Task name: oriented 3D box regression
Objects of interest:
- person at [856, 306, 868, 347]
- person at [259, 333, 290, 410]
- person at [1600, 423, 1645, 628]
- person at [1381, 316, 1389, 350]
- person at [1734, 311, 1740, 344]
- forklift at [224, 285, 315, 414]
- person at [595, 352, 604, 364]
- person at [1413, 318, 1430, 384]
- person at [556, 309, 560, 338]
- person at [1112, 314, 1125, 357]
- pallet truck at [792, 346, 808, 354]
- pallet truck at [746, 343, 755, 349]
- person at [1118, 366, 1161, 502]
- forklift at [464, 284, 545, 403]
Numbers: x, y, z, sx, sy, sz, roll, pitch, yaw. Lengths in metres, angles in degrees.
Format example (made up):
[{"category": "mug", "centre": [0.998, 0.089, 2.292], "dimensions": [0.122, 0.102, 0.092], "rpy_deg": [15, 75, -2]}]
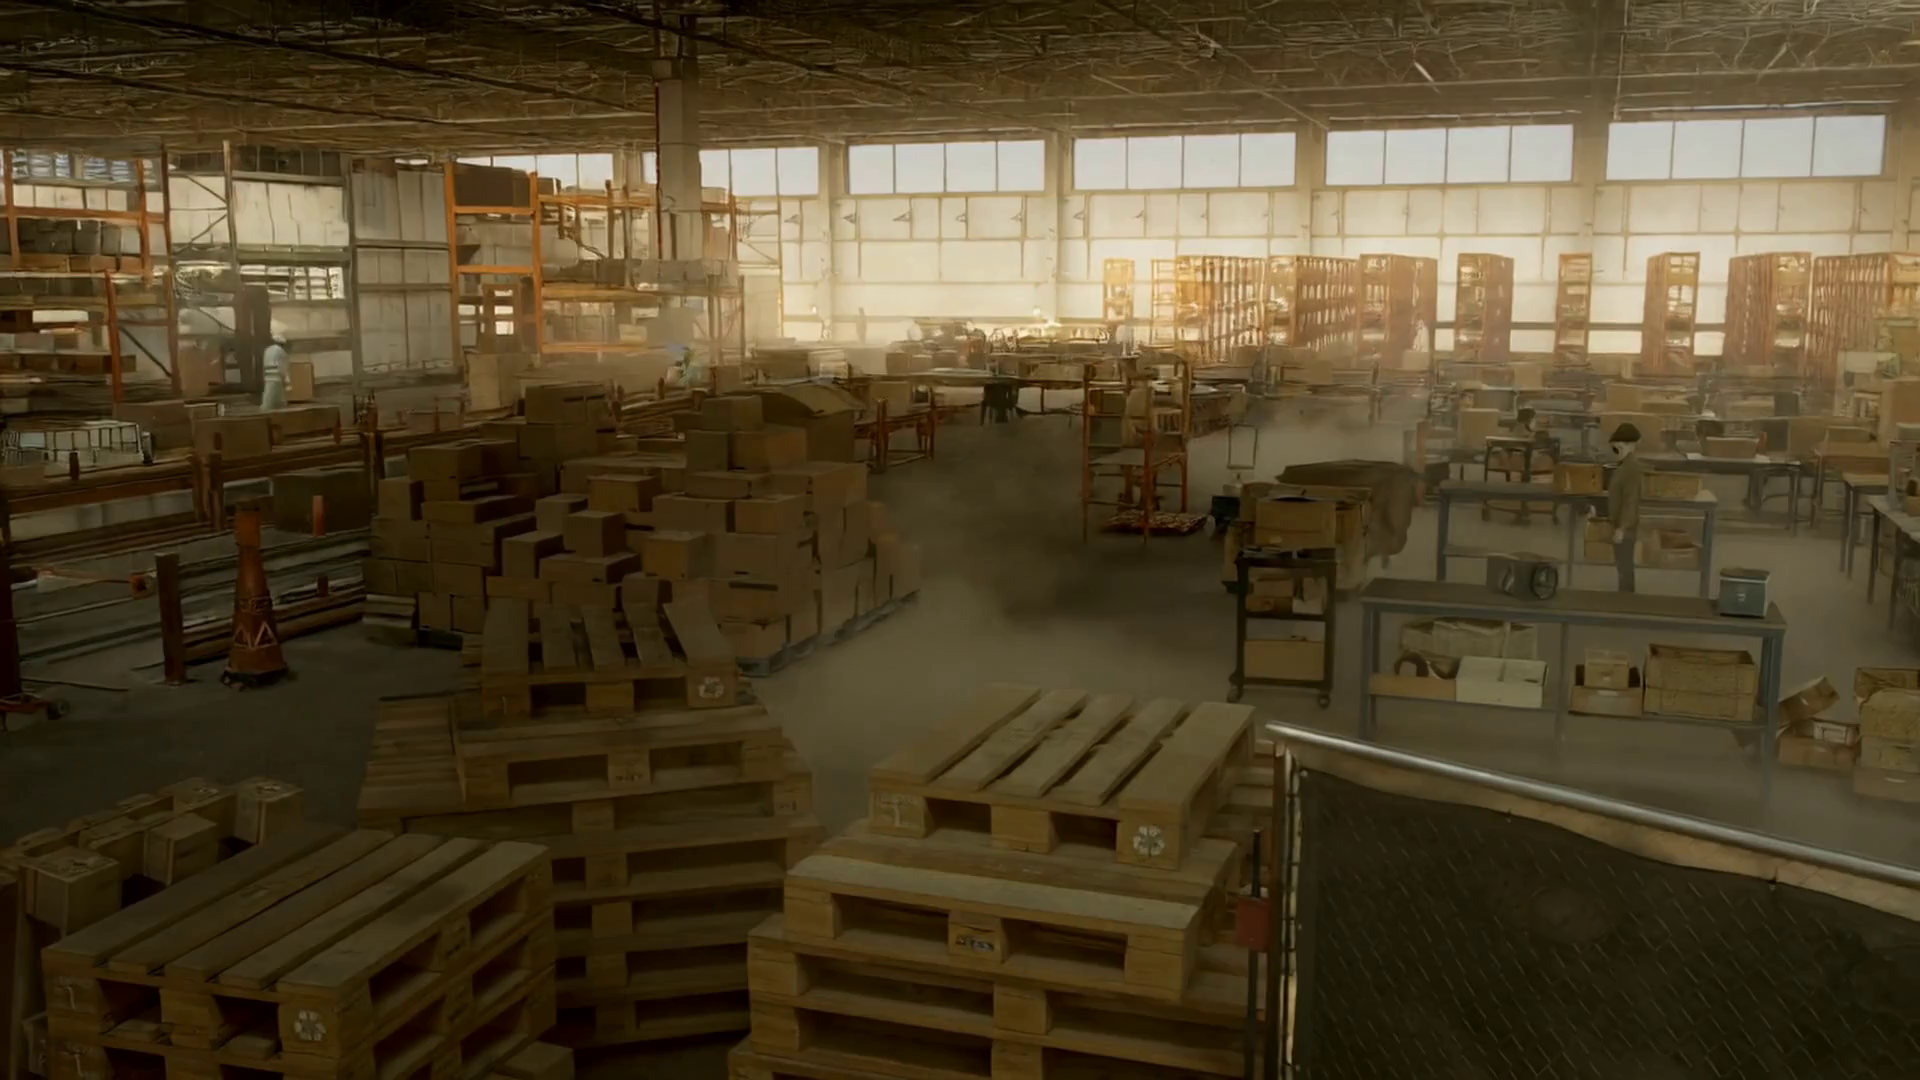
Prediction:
[{"category": "person", "centre": [-3.576, -7.505, 60.247], "dimensions": [0.408, 1.913, 0.644], "rpy_deg": [3, 10, 20]}, {"category": "person", "centre": [-13.798, -3.229, 33.554], "dimensions": [1.057, 1.858, 0.620], "rpy_deg": [-8, 12, -42]}, {"category": "person", "centre": [5.707, -0.123, 14.338], "dimensions": [0.305, 1.772, 0.527], "rpy_deg": [3, 10, 20]}, {"category": "person", "centre": [13.223, -6.113, 51.698], "dimensions": [0.387, 1.849, 0.566], "rpy_deg": [3, 10, 20]}, {"category": "person", "centre": [26.940, -7.005, 57.467], "dimensions": [0.826, 1.804, 0.600], "rpy_deg": [1, 9, 4]}, {"category": "forklift", "centre": [-15.116, -4.146, 36.120], "dimensions": [1.873, 2.768, 1.129], "rpy_deg": [-4, 10, -23]}, {"category": "person", "centre": [-11.200, -6.085, 51.565], "dimensions": [0.404, 1.837, 0.593], "rpy_deg": [3, 10, 20]}, {"category": "person", "centre": [12.061, -4.843, 43.547], "dimensions": [0.408, 1.908, 0.644], "rpy_deg": [3, 10, 20]}, {"category": "person", "centre": [-14.415, -7.458, 60.184], "dimensions": [0.404, 1.836, 0.594], "rpy_deg": [3, 10, 20]}, {"category": "person", "centre": [5.363, -6.758, 56.098], "dimensions": [0.399, 1.733, 0.586], "rpy_deg": [-2, 9, -14]}, {"category": "pallet truck", "centre": [-3.705, -4.298, 42.022], "dimensions": [0.653, 1.274, 1.630], "rpy_deg": [3, 10, 20]}, {"category": "pallet truck", "centre": [-6.183, -4.618, 44.264], "dimensions": [1.601, 1.201, 0.680], "rpy_deg": [-9, 12, -43]}, {"category": "person", "centre": [2.437, -1.419, 22.322], "dimensions": [0.544, 1.820, 0.918], "rpy_deg": [-8, 12, -41]}, {"category": "forklift", "centre": [-10.832, -4.702, 39.610], "dimensions": [1.129, 2.768, 1.873], "rpy_deg": [3, 10, 20]}]
